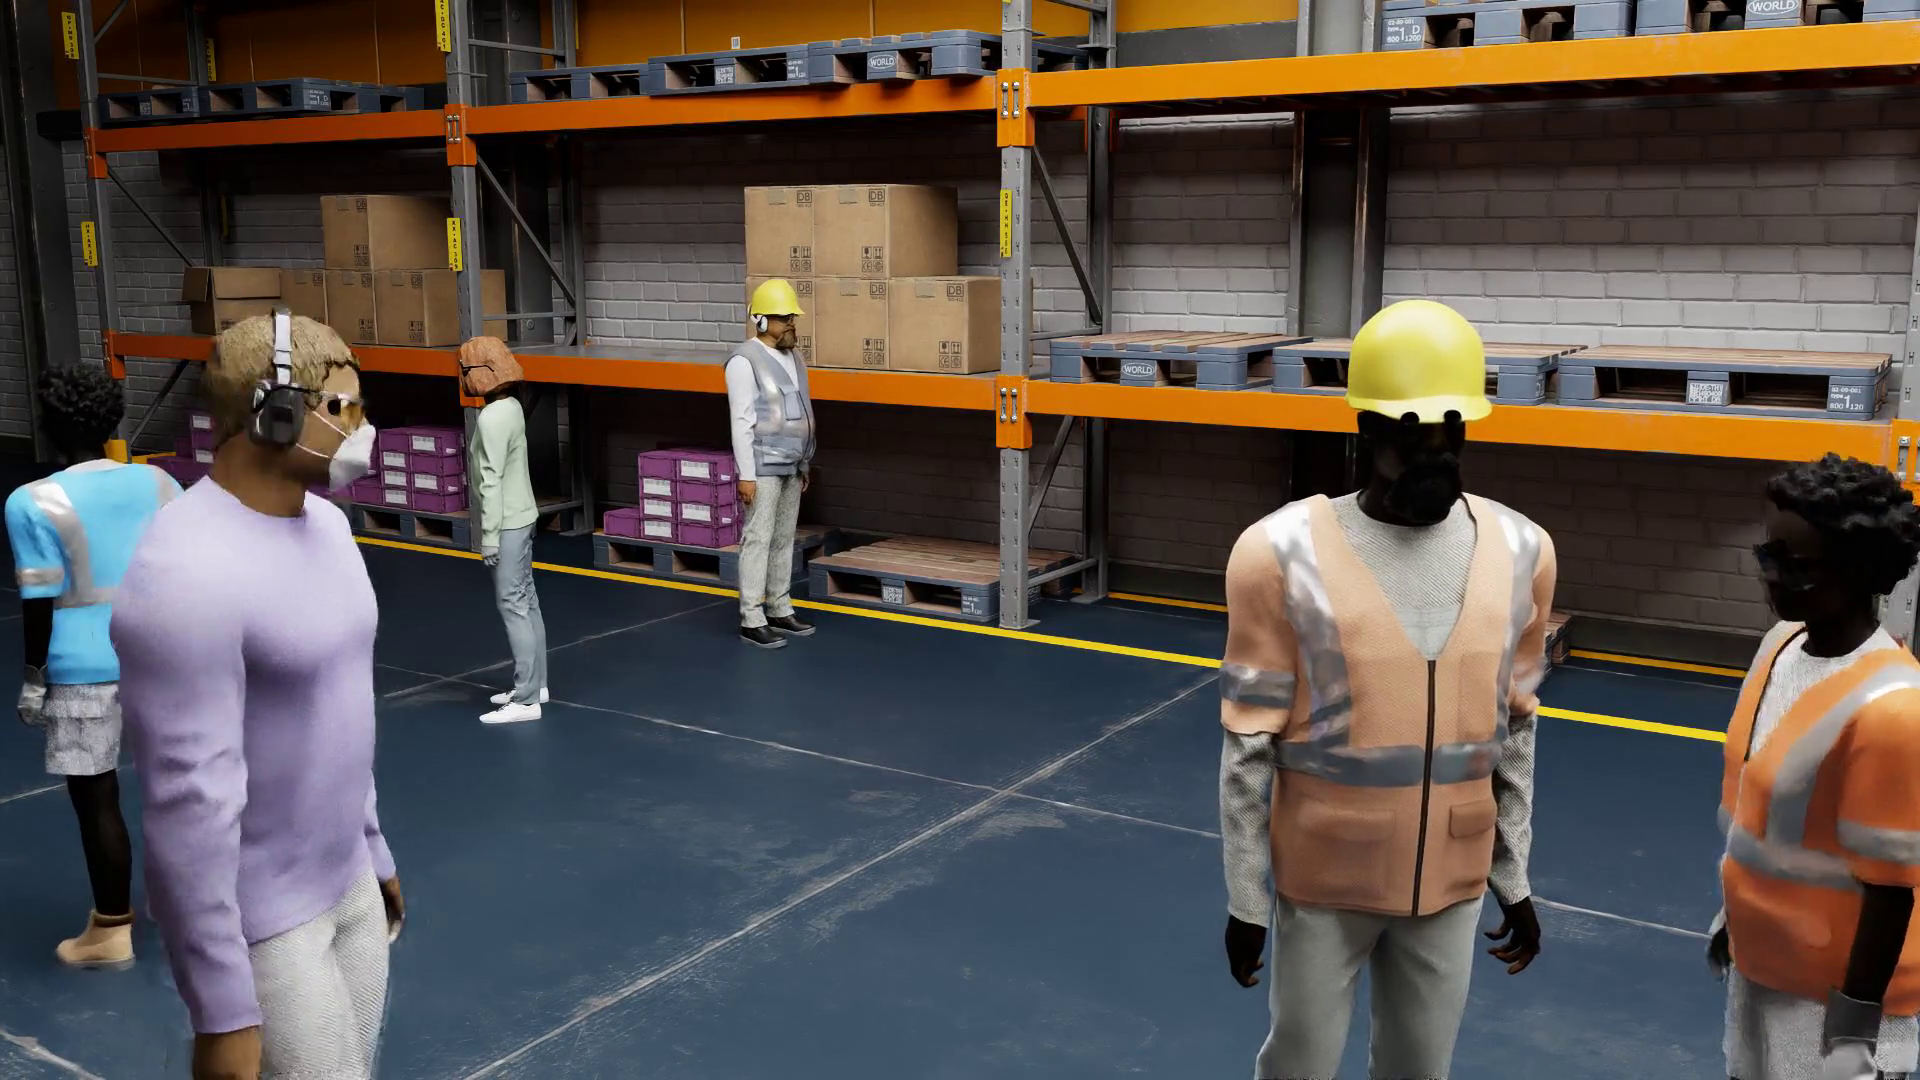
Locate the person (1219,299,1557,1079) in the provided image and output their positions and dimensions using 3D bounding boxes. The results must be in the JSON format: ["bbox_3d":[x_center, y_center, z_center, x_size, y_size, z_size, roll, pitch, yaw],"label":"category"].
[{"bbox_3d":[0.730,0.561,2.838,0.590,1.926,0.388,-2,10,-11],"label":"person"}]

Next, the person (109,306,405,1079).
[{"bbox_3d":[-1.144,0.607,2.649,0.675,1.919,0.717,0,10,2],"label":"person"}]

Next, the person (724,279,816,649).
[{"bbox_3d":[-0.927,-0.386,8.349,0.404,1.829,0.600,5,11,24],"label":"person"}]

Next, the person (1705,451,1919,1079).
[{"bbox_3d":[1.461,0.698,2.756,0.446,1.696,0.569,1,10,6],"label":"person"}]

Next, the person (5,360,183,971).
[{"bbox_3d":[-2.384,0.348,4.652,0.317,1.695,0.540,4,11,23],"label":"person"}]

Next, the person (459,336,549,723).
[{"bbox_3d":[-1.936,-0.045,7.041,0.288,1.626,0.497,-1,10,-6],"label":"person"}]
